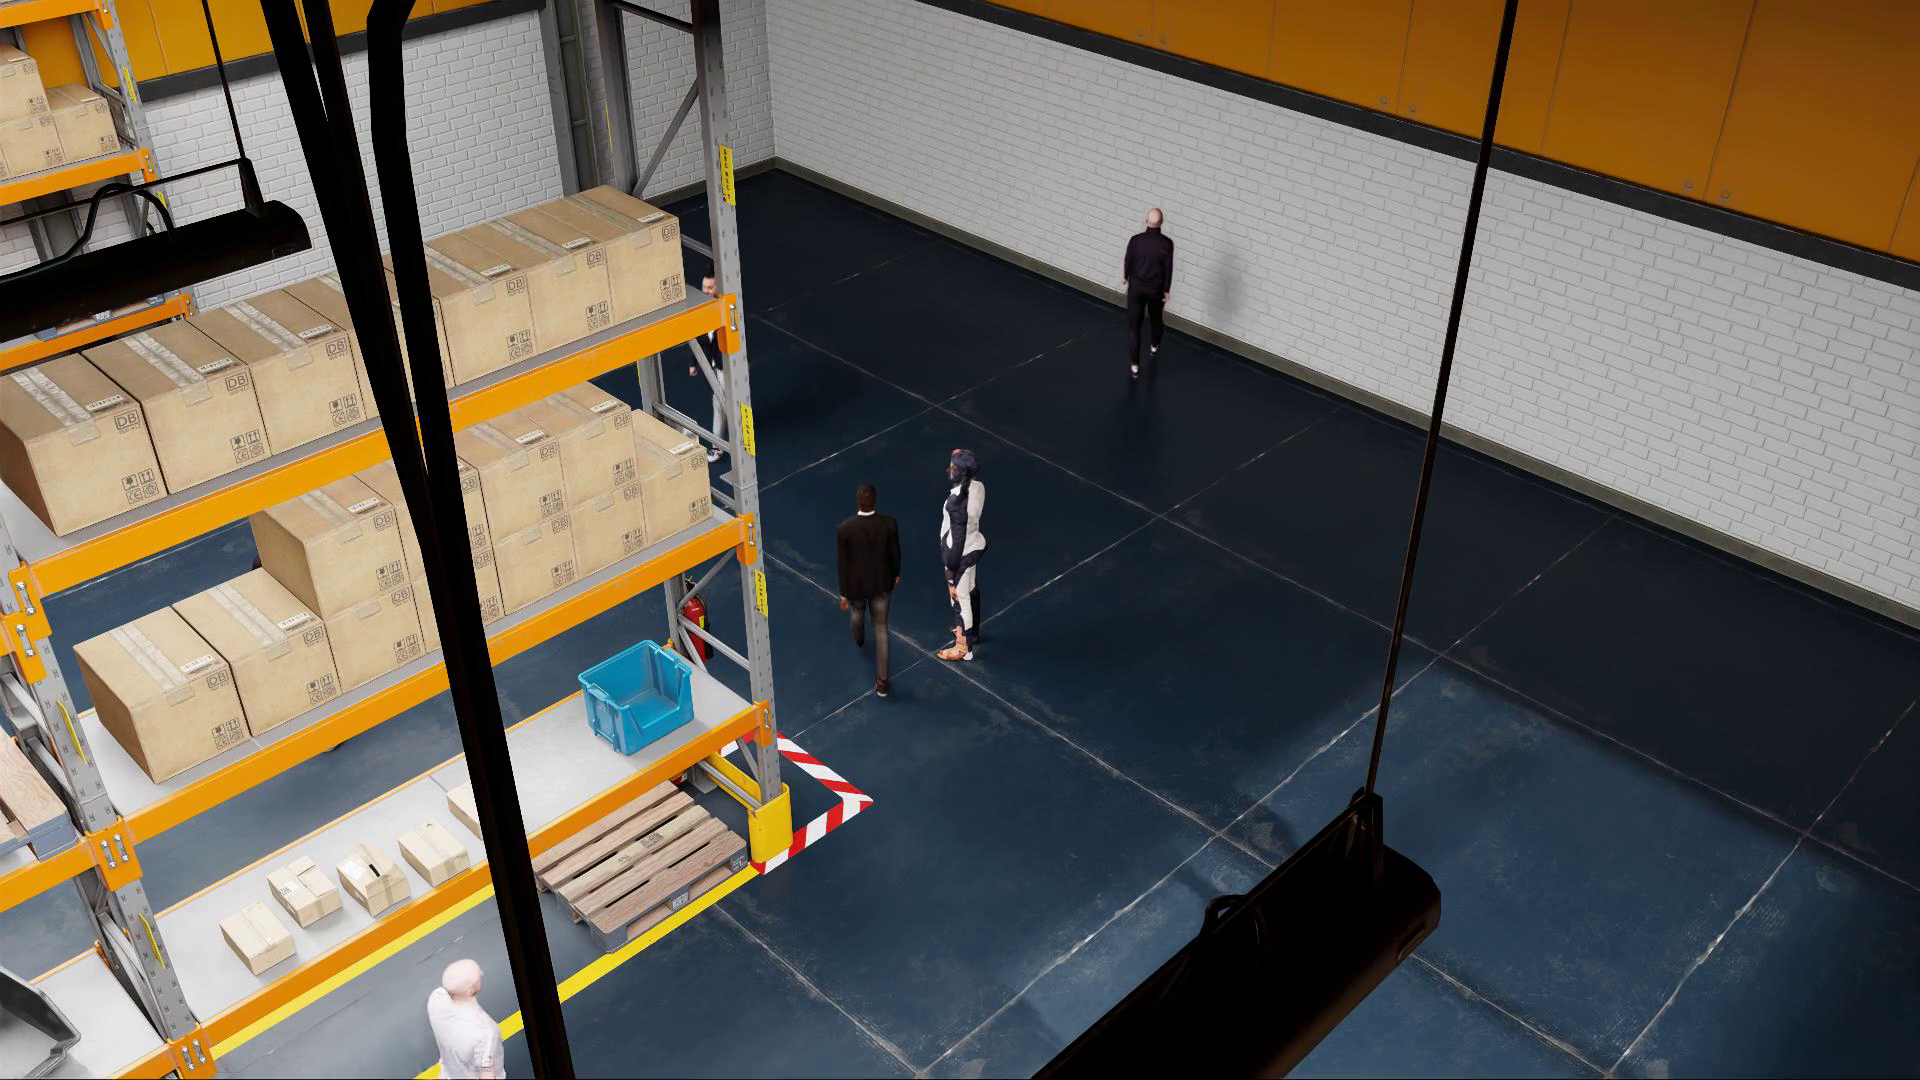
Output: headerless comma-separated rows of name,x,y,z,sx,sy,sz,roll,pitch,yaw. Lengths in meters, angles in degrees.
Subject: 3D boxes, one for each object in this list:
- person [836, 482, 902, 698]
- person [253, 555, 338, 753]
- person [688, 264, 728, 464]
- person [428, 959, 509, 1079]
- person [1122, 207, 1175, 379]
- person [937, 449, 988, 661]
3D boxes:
person,-0.687,0.419,12.999,1.216,1.747,1.160,-6,34,-9
person,-4.955,0.835,12.347,0.669,1.775,0.701,4,34,6
person,-2.302,-1.794,16.177,1.049,1.914,1.325,13,36,18
person,-2.704,3.027,9.032,0.775,1.794,1.113,23,40,31
person,1.936,-2.568,17.443,1.085,1.801,1.175,3,34,4
person,0.023,0.110,13.328,0.835,1.897,0.696,10,35,15
